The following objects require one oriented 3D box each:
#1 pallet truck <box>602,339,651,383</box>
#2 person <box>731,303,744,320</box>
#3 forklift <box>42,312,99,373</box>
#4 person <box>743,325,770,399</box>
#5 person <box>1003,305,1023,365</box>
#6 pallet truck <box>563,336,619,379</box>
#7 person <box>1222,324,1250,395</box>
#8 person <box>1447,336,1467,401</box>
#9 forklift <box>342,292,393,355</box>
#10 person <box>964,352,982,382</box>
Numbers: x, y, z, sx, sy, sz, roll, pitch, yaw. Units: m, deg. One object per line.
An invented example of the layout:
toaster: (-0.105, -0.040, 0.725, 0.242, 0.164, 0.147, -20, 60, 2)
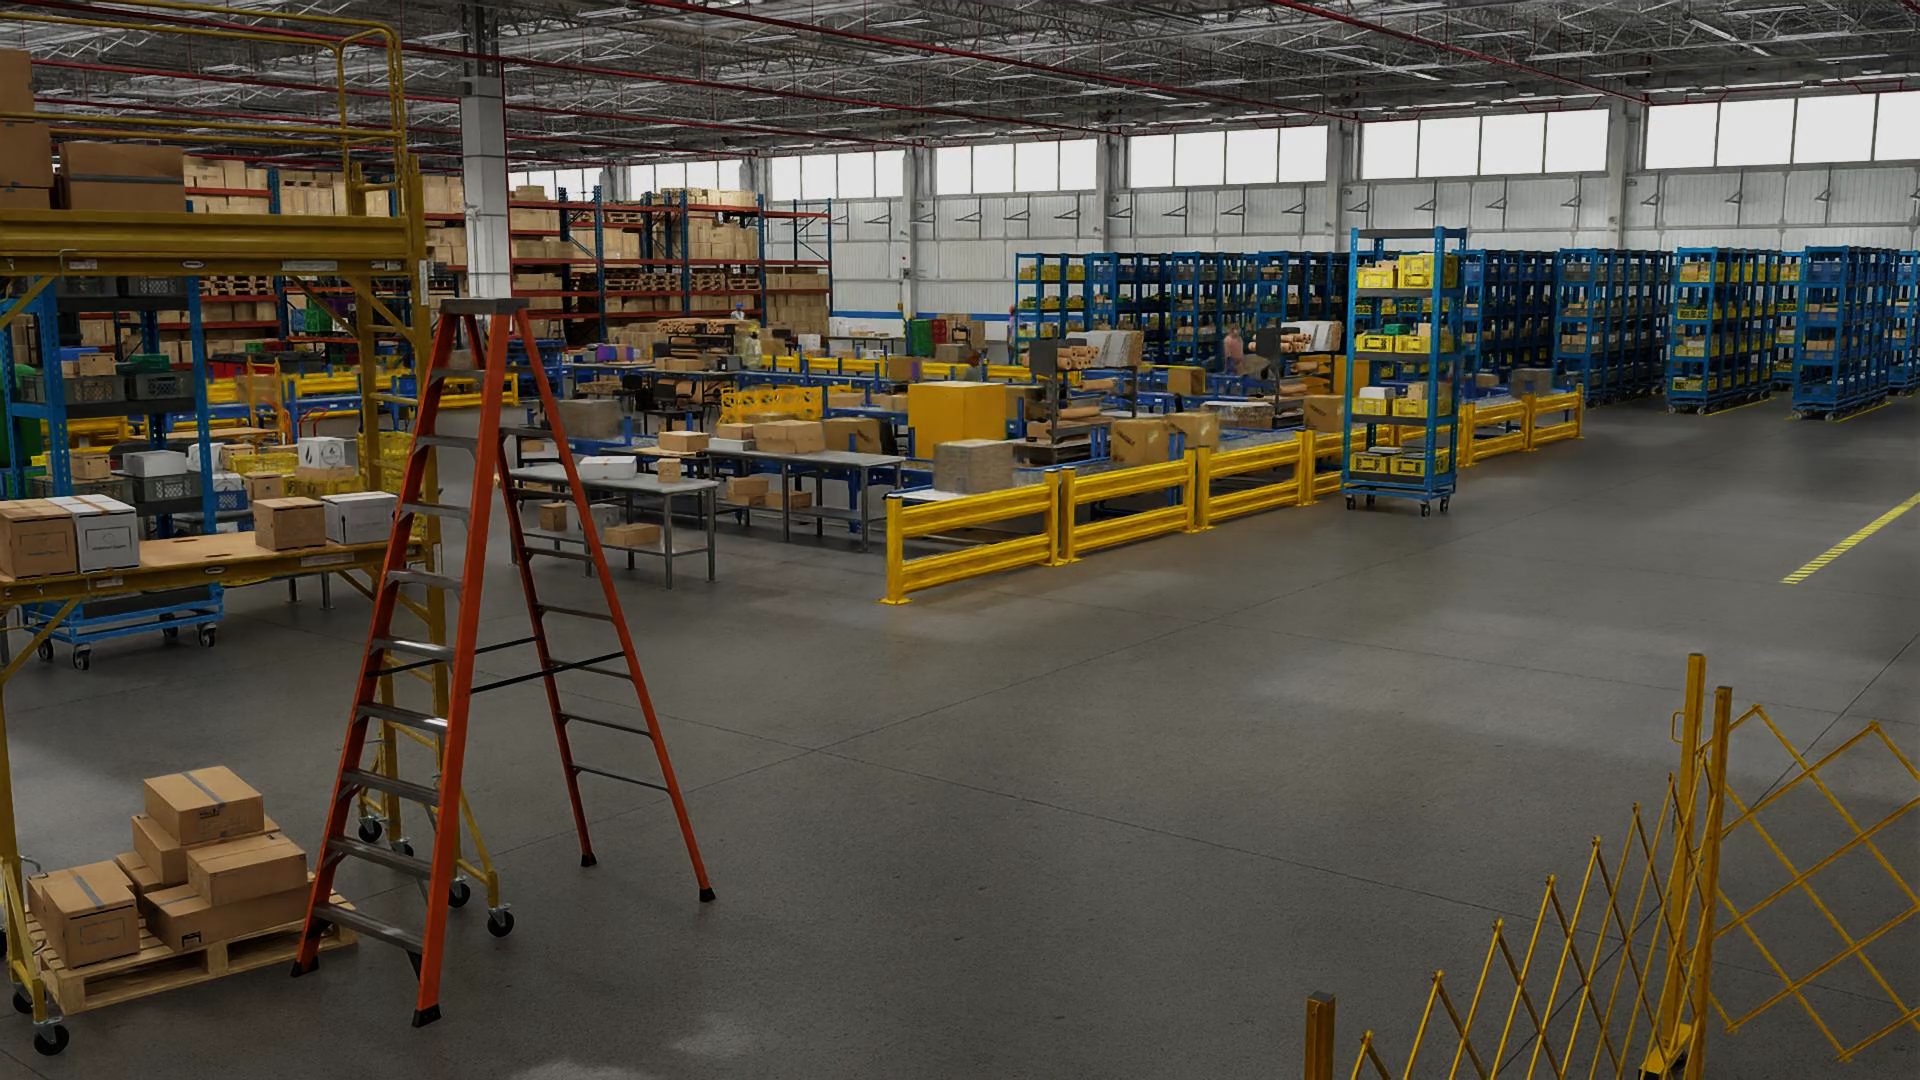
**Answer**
pallet truck: (-8.991, -4.871, 45.351, 0.653, 1.274, 1.630, 7, 11, 37)
person: (-8.365, -7.984, 62.783, 0.603, 1.942, 0.399, -9, 13, -44)
forklift: (-23.779, -5.451, 44.052, 1.873, 2.768, 1.129, 7, 11, 36)
person: (-4.891, -4.280, 40.126, 0.898, 1.785, 0.621, 4, 10, 24)
person: (1.851, -6.711, 54.632, 0.869, 2.017, 0.618, 3, 10, 21)
pallet truck: (-10.690, -5.294, 48.215, 1.601, 1.201, 0.680, -5, 10, -26)
person: (6.428, -4.051, 38.460, 0.651, 1.870, 0.916, -7, 11, -37)
person: (10.487, -3.459, 35.236, 0.525, 1.722, 0.914, -8, 12, -41)
forklift: (-16.485, -5.622, 45.120, 1.129, 2.768, 1.873, 7, 11, 37)
person: (0.305, -2.582, 30.031, 0.545, 1.614, 0.513, 4, 10, 25)
